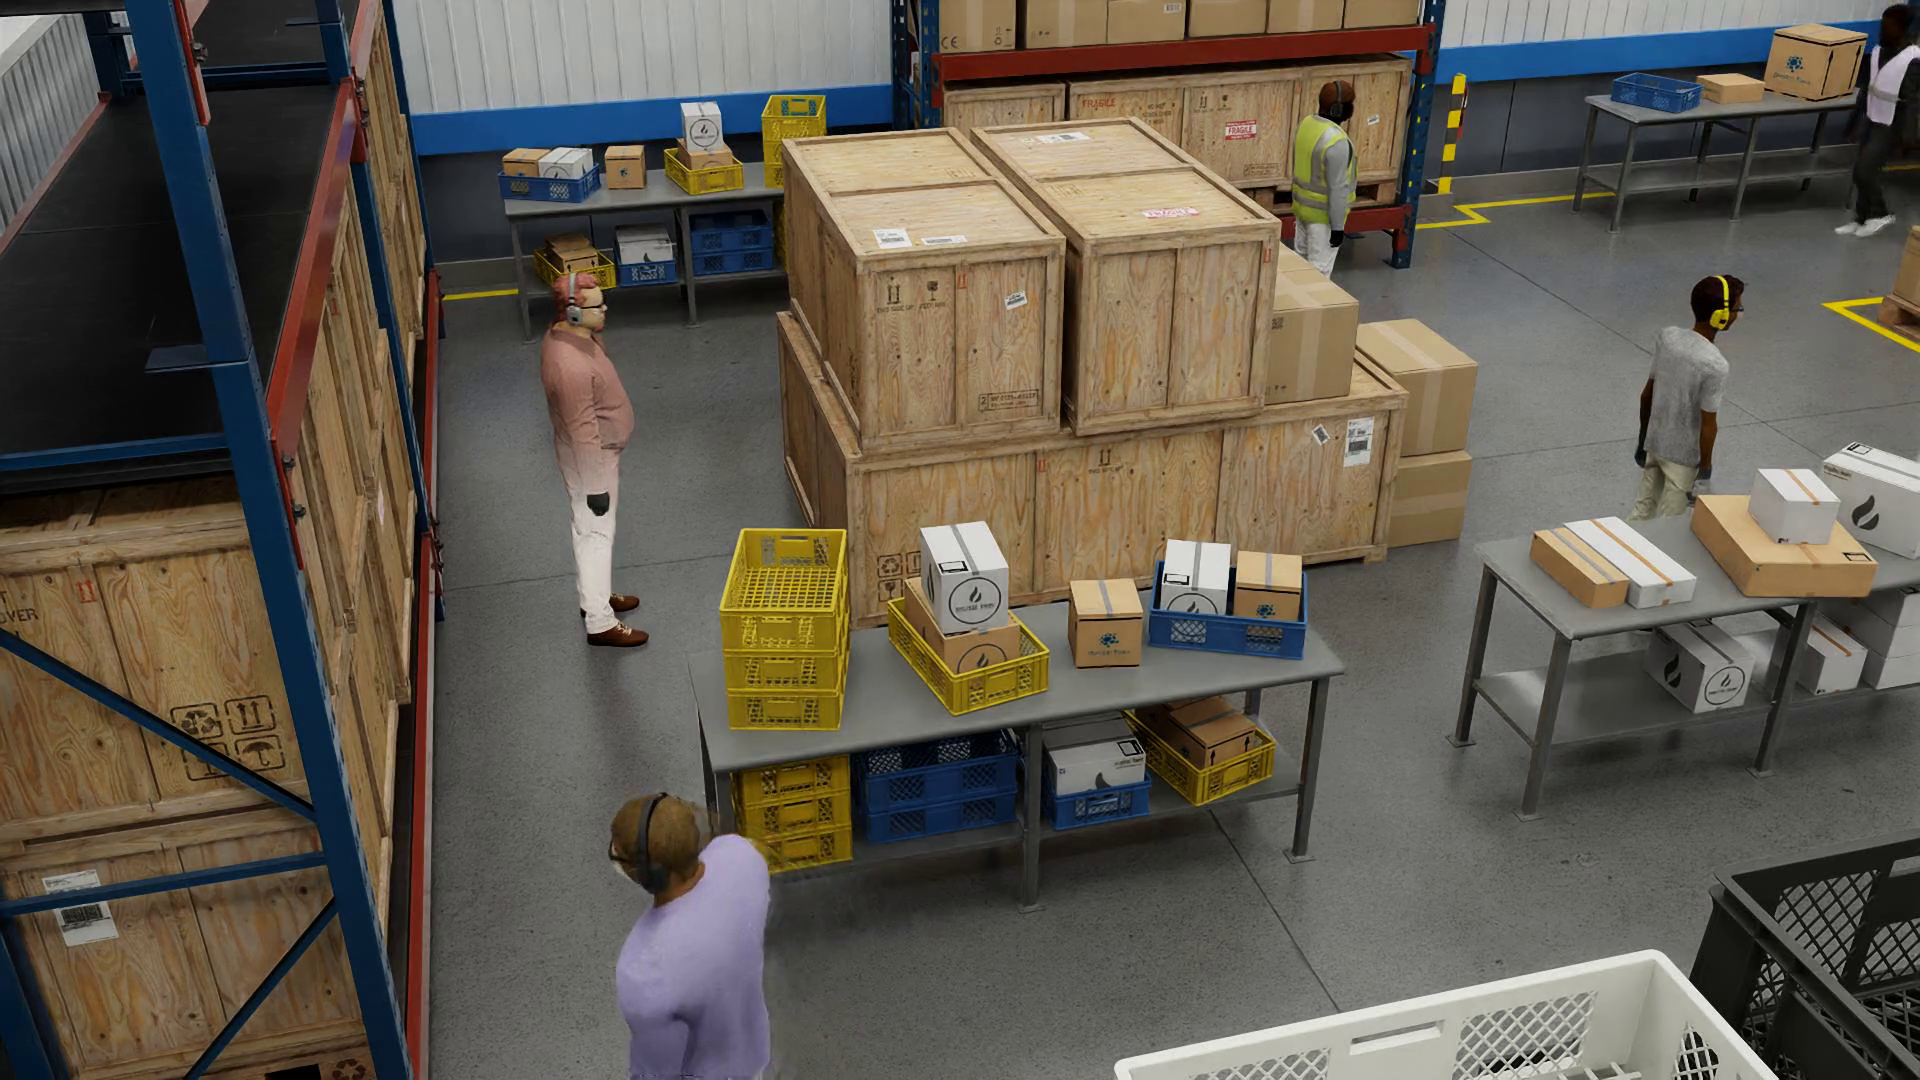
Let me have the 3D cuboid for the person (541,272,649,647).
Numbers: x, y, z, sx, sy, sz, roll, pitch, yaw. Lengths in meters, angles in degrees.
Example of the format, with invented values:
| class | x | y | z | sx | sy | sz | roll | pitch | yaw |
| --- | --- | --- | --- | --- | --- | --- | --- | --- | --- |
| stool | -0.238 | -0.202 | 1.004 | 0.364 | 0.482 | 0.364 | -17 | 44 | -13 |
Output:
| class | x | y | z | sx | sy | sz | roll | pitch | yaw |
| --- | --- | --- | --- | --- | --- | --- | --- | --- | --- |
| person | -1.777 | -0.393 | 8.119 | 0.403 | 1.906 | 0.651 | -7 | 30 | -13 |

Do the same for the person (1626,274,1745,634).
| class | x | y | z | sx | sy | sz | roll | pitch | yaw |
| --- | --- | --- | --- | --- | --- | --- | --- | --- | --- |
| person | 3.530 | -0.416 | 8.198 | 0.310 | 1.868 | 0.532 | -7 | 30 | -13 |

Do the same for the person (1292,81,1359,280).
| class | x | y | z | sx | sy | sz | roll | pitch | yaw |
| --- | --- | --- | --- | --- | --- | --- | --- | --- | --- |
| person | 2.528 | -2.272 | 11.597 | 0.429 | 1.841 | 0.633 | -7 | 30 | -13 |

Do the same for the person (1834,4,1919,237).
| class | x | y | z | sx | sy | sz | roll | pitch | yaw |
| --- | --- | --- | --- | --- | --- | --- | --- | --- | --- |
| person | 7.523 | -3.388 | 13.569 | 0.464 | 1.892 | 0.670 | -2 | 29 | -3 |

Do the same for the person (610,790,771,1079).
| class | x | y | z | sx | sy | sz | roll | pitch | yaw |
| --- | --- | --- | --- | --- | --- | --- | --- | --- | --- |
| person | -0.655 | 1.501 | 4.679 | 0.766 | 1.913 | 0.638 | 14 | 32 | 24 |
